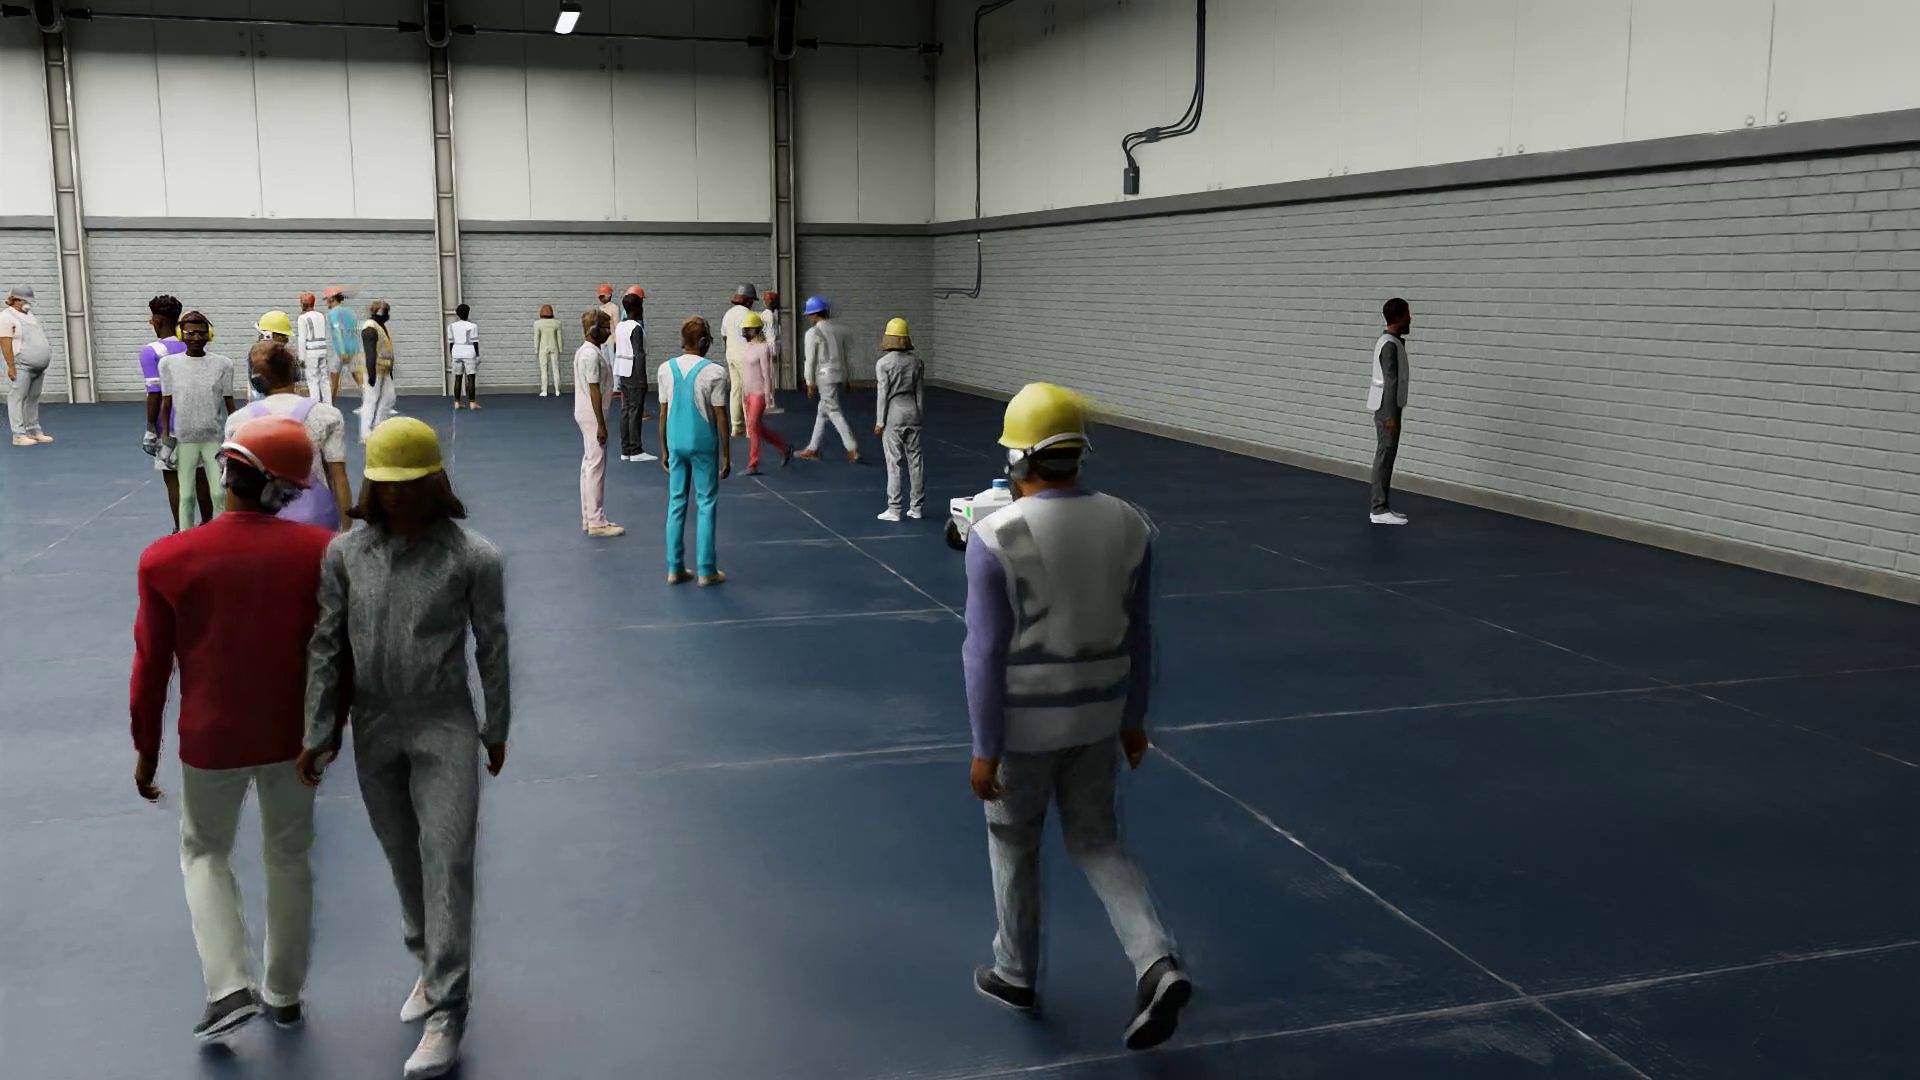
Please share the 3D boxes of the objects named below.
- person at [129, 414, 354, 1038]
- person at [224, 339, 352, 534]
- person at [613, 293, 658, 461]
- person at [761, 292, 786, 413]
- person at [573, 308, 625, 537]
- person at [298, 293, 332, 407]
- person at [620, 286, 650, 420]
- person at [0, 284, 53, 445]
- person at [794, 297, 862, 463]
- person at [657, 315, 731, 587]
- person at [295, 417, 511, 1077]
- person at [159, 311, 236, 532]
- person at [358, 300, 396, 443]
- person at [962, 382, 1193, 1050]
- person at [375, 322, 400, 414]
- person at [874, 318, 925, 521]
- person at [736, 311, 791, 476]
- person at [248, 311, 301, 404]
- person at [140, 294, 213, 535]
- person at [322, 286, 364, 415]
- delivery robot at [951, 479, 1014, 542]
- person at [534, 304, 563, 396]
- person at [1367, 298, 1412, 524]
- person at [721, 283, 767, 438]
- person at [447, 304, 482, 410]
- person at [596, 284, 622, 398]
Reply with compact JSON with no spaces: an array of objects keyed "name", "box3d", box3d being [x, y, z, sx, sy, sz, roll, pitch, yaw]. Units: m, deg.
[{"name":"person","box3d":[-1.927,0.518,4.529,0.589,1.720,0.415,-5,10,-28]},{"name":"person","box3d":[-3.024,0.002,7.535,0.524,1.800,0.693,-4,10,-23]},{"name":"person","box3d":[-3.754,-1.863,19.073,0.392,1.922,0.591,-6,11,-33]},{"name":"person","box3d":[-2.942,-2.913,25.895,0.355,1.883,0.572,-3,9,-17]},{"name":"person","box3d":[-2.942,-0.947,13.483,0.346,1.844,0.507,-3,10,-21]},{"name":"person","box3d":[-9.677,-2.755,24.919,0.346,1.876,0.577,3,9,19]},{"name":"person","box3d":[-4.828,-2.776,24.712,0.415,1.985,0.611,-6,11,-33]},{"name":"person","box3d":[-11.747,-2.219,20.967,0.536,2.000,0.674,0,9,3]},{"name":"person","box3d":[-1.473,-1.806,18.856,0.972,1.890,0.615,6,11,32]},{"name":"person","box3d":[-1.793,-0.595,11.266,0.517,1.836,0.348,3,9,16]},{"name":"person","box3d":[-1.489,0.534,4.445,0.503,1.714,0.715,1,9,3]},{"name":"person","box3d":[-5.388,-0.690,11.797,0.510,1.860,0.337,-4,10,-22]},{"name":"person","box3d":[-7.455,-2.144,21.239,0.445,1.818,0.644,-1,9,-5]},{"name":"person","box3d":[0.306,0.483,4.496,0.598,1.808,0.743,-5,10,-31]},{"name":"person","box3d":[-8.940,-2.747,25.661,0.539,1.621,0.537,1,9,7]},{"name":"person","box3d":[-0.527,-1.038,14.371,0.483,1.745,0.301,-6,11,-35]},{"name":"person","box3d":[-2.107,-1.563,17.744,0.683,1.748,0.530,-7,11,-36]},{"name":"person","box3d":[-5.510,-0.927,13.417,0.403,1.822,0.589,-3,9,-16]},{"name":"person","box3d":[-5.943,-0.874,12.619,0.363,1.963,0.612,3,9,19]},{"name":"person","box3d":[-9.485,-2.890,25.491,1.061,1.957,0.617,2,9,10]},{"name":"delivery robot","box3d":[0.301,-0.218,12.621,0.707,0.478,0.477,-4,10,-24]},{"name":"person","box3d":[-7.326,-3.373,29.609,0.507,1.636,0.274,-4,10,-26]},{"name":"person","box3d":[3.670,-1.100,14.214,0.379,1.918,0.597,2,9,13]},{"name":"person","box3d":[-2.790,-2.365,21.898,0.535,2.000,0.674,-8,12,-40]},{"name":"person","box3d":[-7.918,-2.921,26.571,0.536,1.693,0.320,2,9,15]},{"name":"person","box3d":[-6.200,-3.497,29.290,0.391,1.987,0.608,-8,12,-43]}]
